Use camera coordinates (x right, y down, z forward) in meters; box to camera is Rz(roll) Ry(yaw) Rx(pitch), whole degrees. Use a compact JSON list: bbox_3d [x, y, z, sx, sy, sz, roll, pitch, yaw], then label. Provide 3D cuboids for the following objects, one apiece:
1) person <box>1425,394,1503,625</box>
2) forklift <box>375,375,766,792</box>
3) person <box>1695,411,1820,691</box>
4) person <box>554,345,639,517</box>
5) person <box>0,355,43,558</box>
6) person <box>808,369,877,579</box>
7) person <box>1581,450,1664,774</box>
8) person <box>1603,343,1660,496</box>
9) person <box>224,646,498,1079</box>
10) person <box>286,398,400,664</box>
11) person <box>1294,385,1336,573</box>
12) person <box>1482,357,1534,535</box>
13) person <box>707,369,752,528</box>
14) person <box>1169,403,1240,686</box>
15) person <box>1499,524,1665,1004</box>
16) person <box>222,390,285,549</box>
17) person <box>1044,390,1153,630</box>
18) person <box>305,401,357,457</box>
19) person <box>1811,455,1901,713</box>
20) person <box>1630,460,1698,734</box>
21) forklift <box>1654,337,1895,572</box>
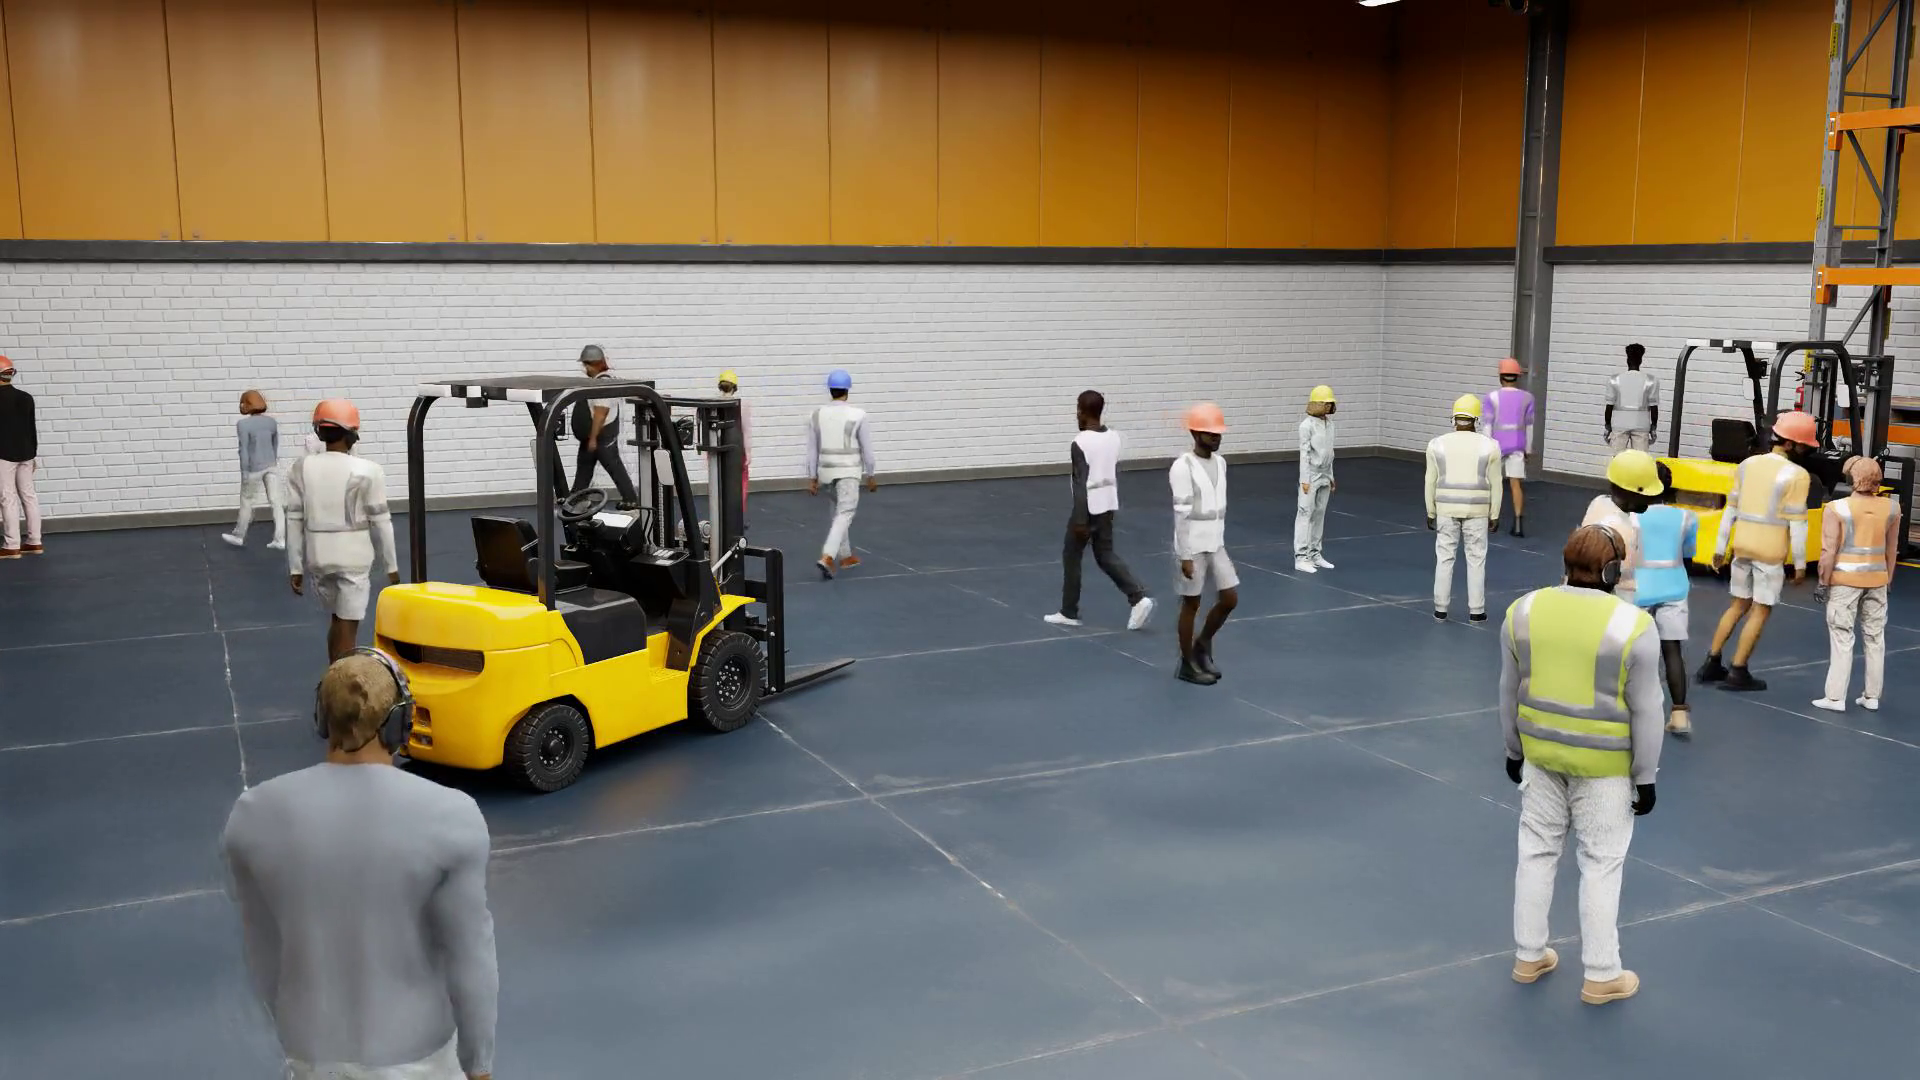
[{"bbox_3d":[3.995,-0.239,13.208,0.590,1.833,0.404,4,10,22],"label":"person"},{"bbox_3d":[-2.268,0.149,9.685,1.214,2.155,2.313,6,11,32],"label":"forklift"},{"bbox_3d":[5.347,0.082,11.036,0.503,1.890,0.576,-3,10,-19],"label":"person"},{"bbox_3d":[-4.104,-1.241,18.782,1.012,2.000,0.696,-3,10,-20],"label":"person"},{"bbox_3d":[-9.329,-0.816,16.324,0.403,1.988,0.614,2,9,13],"label":"person"},{"bbox_3d":[-1.129,-0.616,15.332,0.609,1.914,0.932,4,10,25],"label":"person"},{"bbox_3d":[3.542,0.423,9.013,0.709,1.864,0.678,3,10,19],"label":"person"},{"bbox_3d":[7.889,-1.329,19.558,0.610,1.966,0.364,4,10,23],"label":"person"},{"bbox_3d":[-1.407,1.209,3.974,0.628,1.920,0.504,0,9,-1],"label":"person"},{"bbox_3d":[-3.803,0.126,10.355,0.626,2.016,0.679,1,9,8],"label":"person"},{"bbox_3d":[3.355,-0.576,15.574,0.483,1.745,0.299,-9,13,-44],"label":"person"},{"bbox_3d":[5.862,-1.009,17.823,0.559,1.893,0.965,1,9,5],"label":"person"},{"bbox_3d":[-2.478,-0.961,17.939,0.546,1.750,0.548,1,9,6],"label":"person"},{"bbox_3d":[1.636,0.041,11.197,0.556,1.918,0.429,-7,12,-39],"label":"person"},{"bbox_3d":[2.401,0.851,6.429,0.429,1.839,0.634,-9,13,-43],"label":"person"},{"bbox_3d":[-7.159,-0.710,16.827,0.802,1.595,0.528,5,10,27],"label":"person"},{"bbox_3d":[1.085,-0.230,12.997,0.876,1.888,0.601,7,12,38],"label":"person"},{"bbox_3d":[-5.740,-0.460,15.233,0.287,1.625,0.497,8,12,39],"label":"person"},{"bbox_3d":[5.676,0.288,10.544,0.514,1.638,0.315,-1,9,-5],"label":"person"},{"bbox_3d":[4.260,0.335,10.207,0.541,1.654,0.882,0,9,3],"label":"person"},{"bbox_3d":[7.551,-0.789,15.507,2.313,2.155,1.214,-4,10,-25],"label":"forklift"}]
